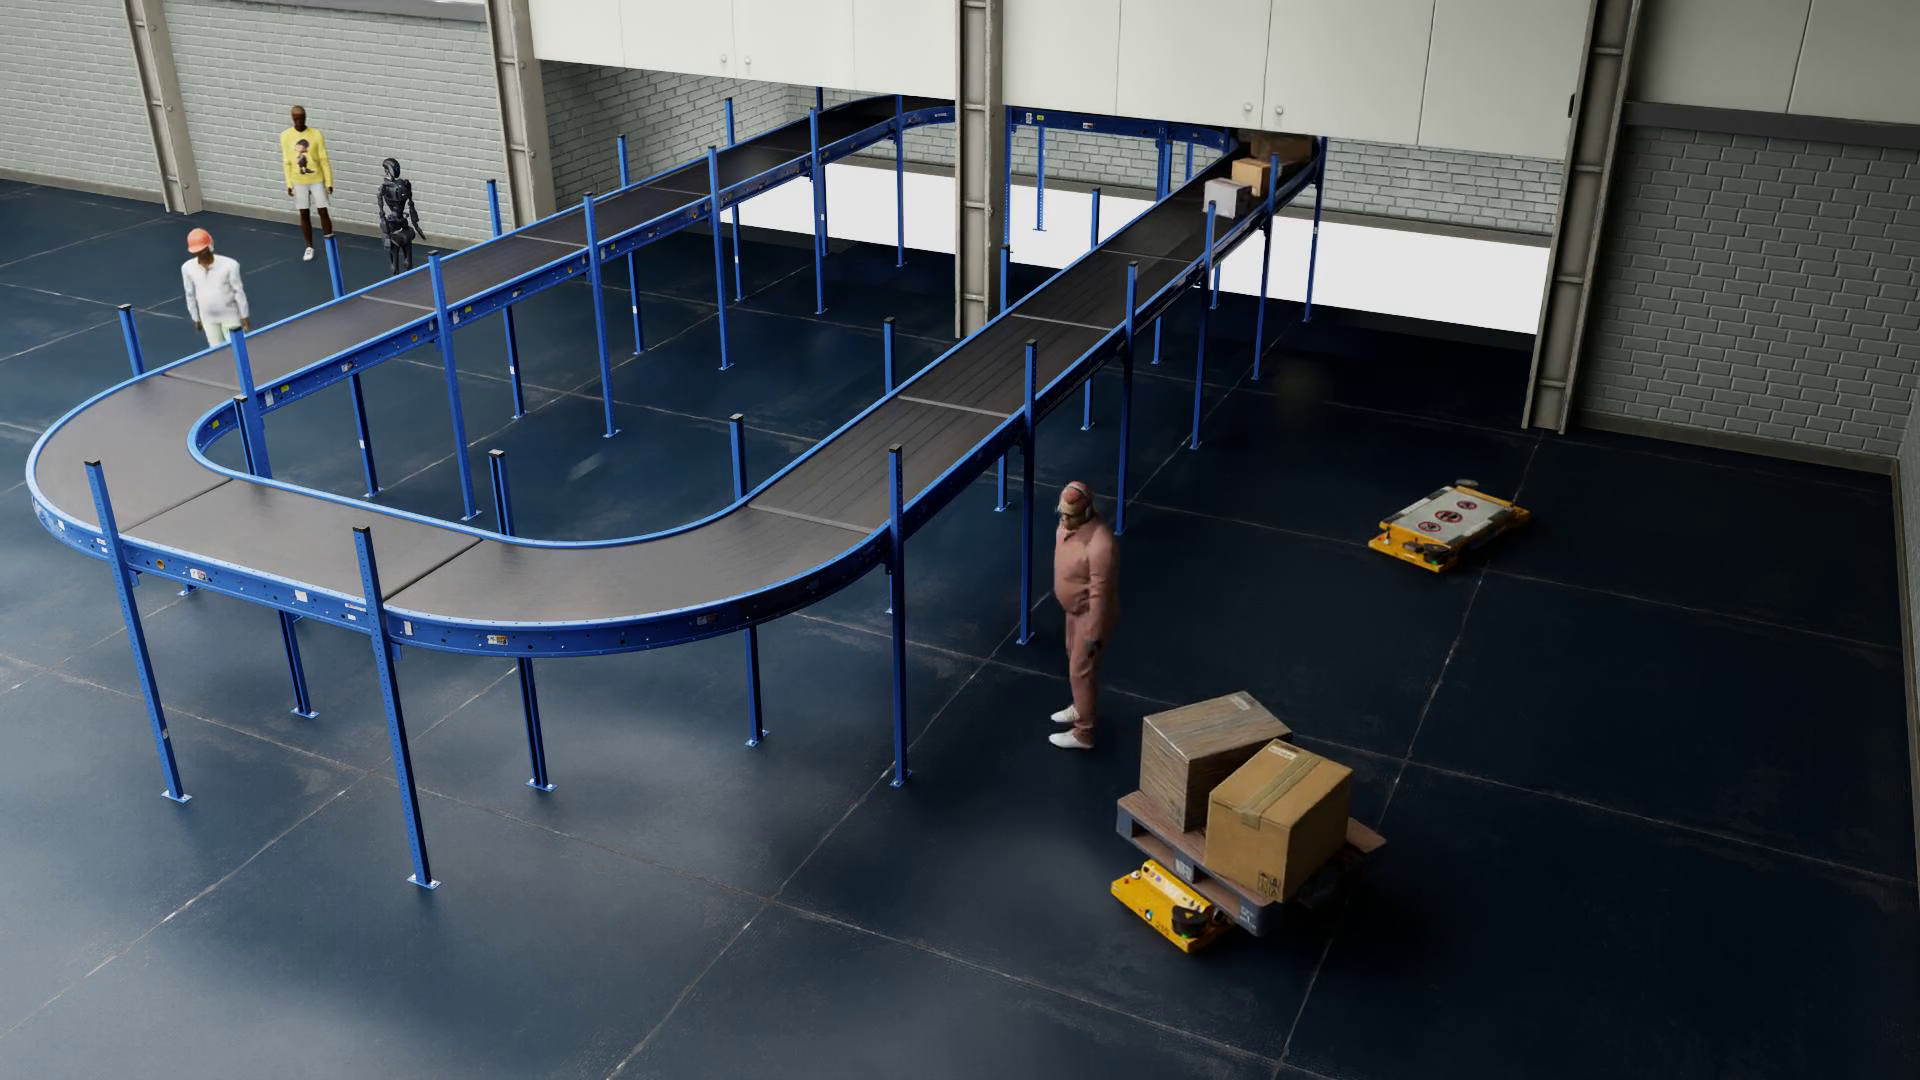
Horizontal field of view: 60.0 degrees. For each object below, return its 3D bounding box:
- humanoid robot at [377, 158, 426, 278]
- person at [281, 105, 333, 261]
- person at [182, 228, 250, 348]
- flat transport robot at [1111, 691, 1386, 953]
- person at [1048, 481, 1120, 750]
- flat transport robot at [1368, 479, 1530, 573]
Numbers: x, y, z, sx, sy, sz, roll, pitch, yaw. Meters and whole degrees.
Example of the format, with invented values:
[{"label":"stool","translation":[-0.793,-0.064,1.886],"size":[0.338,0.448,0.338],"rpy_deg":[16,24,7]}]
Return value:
[{"label":"humanoid robot","translation":[-6.400,-3.539,19.008],"size":[0.315,1.657,0.599],"rpy_deg":[12,29,23]},{"label":"person","translation":[-8.040,-4.416,20.552],"size":[0.542,1.894,0.405],"rpy_deg":[-6,27,-13]},{"label":"person","translation":[-7.254,-2.217,16.284],"size":[0.577,1.734,0.432],"rpy_deg":[-2,26,-4]},{"label":"flat transport robot","translation":[1.643,1.899,9.649],"size":[1.431,0.231,0.659],"rpy_deg":[-18,31,-31]},{"label":"person","translation":[0.774,0.470,10.723],"size":[0.459,1.884,0.695],"rpy_deg":[-8,27,-15]},{"label":"flat transport robot","translation":[4.053,-0.125,13.728],"size":[1.431,0.231,0.659],"rpy_deg":[-24,35,-39]}]
